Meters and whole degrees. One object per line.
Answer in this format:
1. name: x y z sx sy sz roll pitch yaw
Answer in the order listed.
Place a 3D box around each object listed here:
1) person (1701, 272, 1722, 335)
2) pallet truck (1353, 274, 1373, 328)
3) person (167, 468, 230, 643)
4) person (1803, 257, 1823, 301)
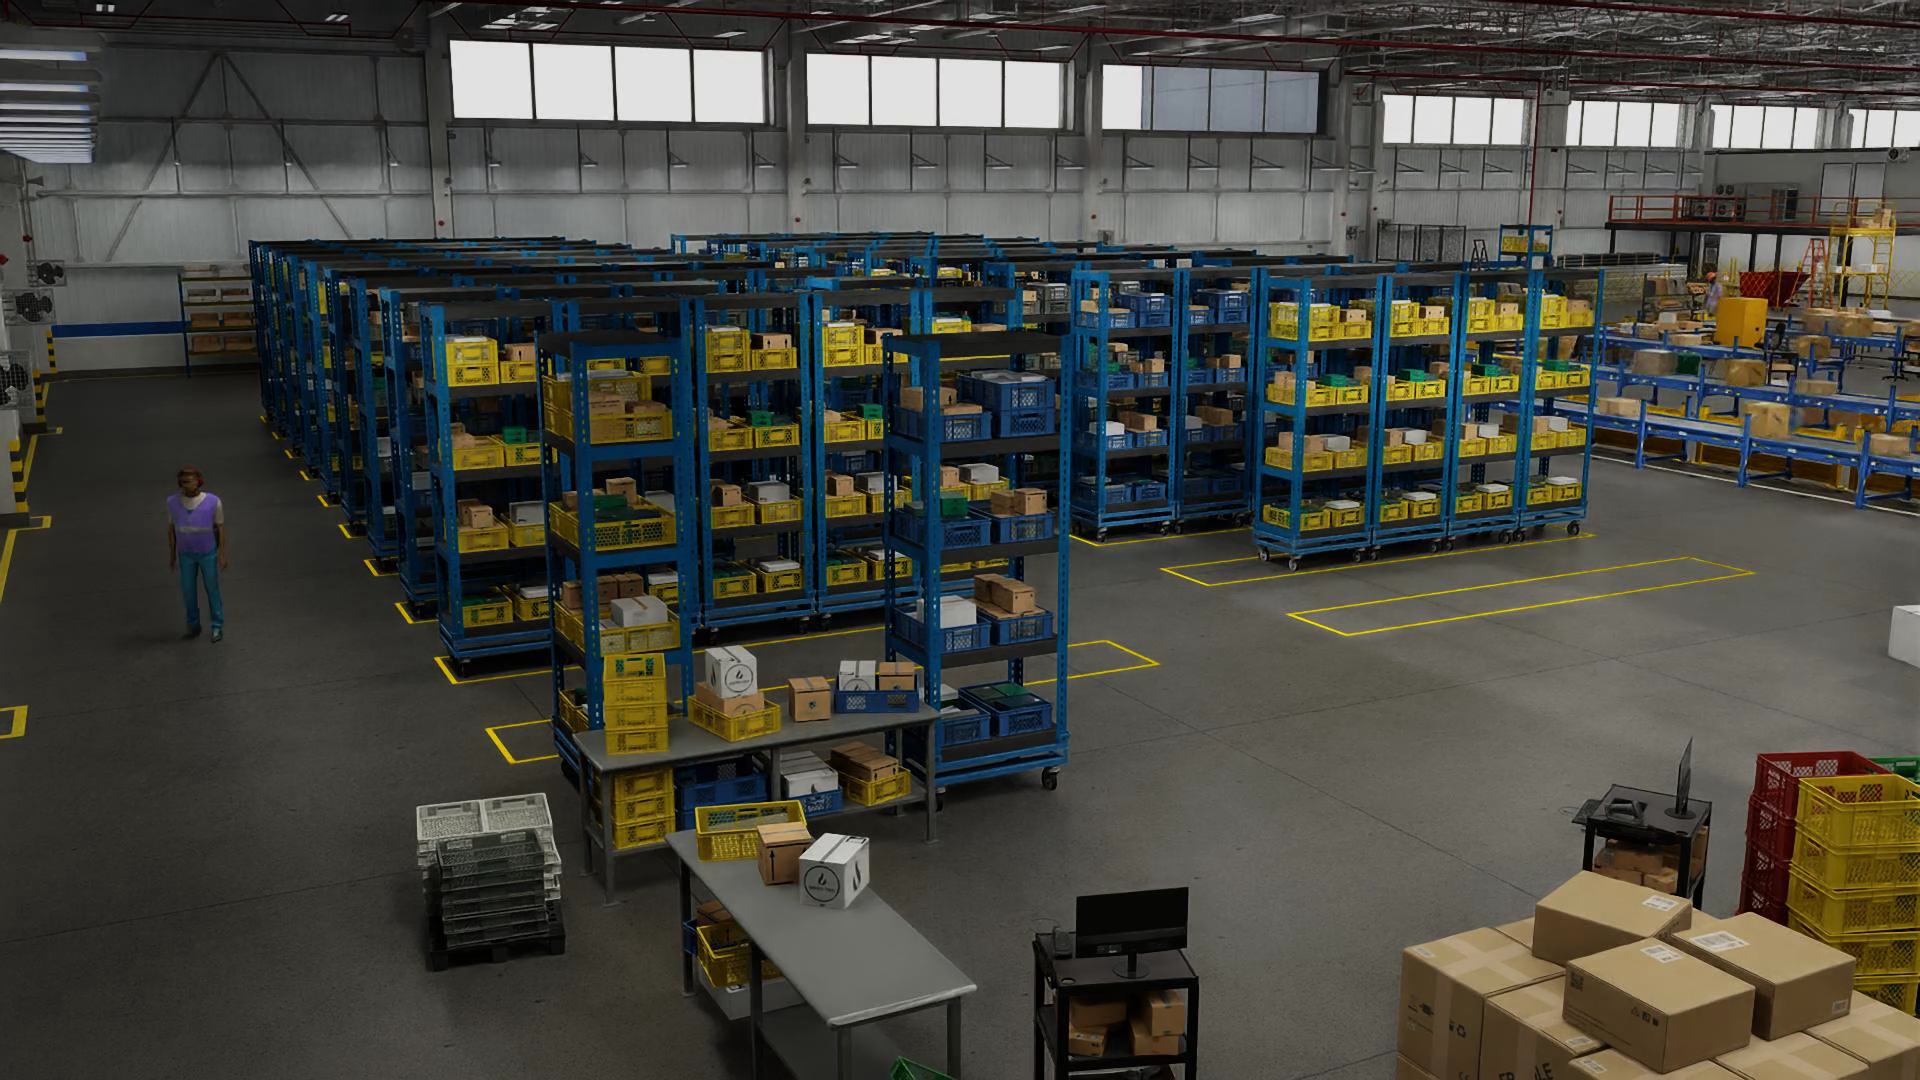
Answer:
1. person: 23.491 -7.376 52.017 0.459 2.022 0.663 -2 12 -8
2. pallet truck: 13.011 -8.050 55.243 0.823 1.965 1.885 -7 14 -28
3. person: -7.885 0.147 17.284 0.632 1.845 0.439 0 12 0
4. person: 35.015 -10.698 68.013 0.592 1.846 0.973 -7 14 -29
